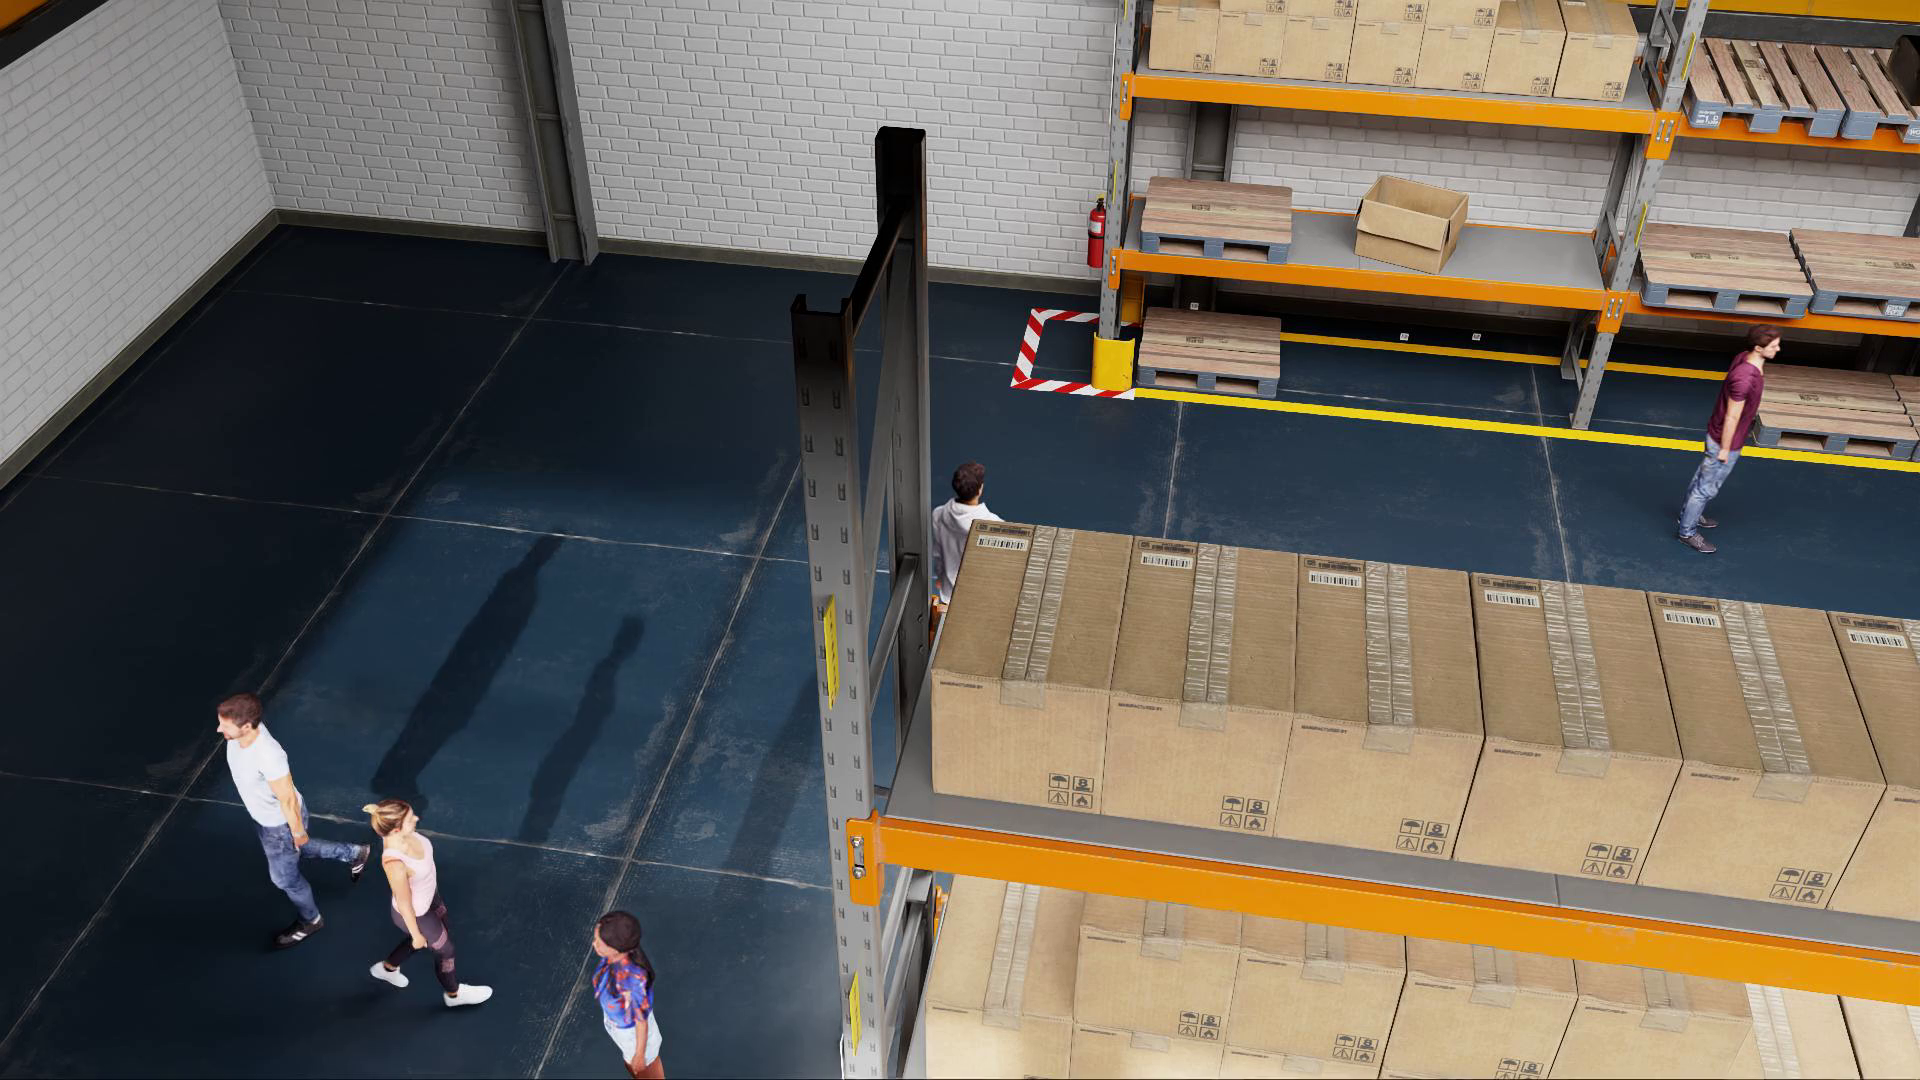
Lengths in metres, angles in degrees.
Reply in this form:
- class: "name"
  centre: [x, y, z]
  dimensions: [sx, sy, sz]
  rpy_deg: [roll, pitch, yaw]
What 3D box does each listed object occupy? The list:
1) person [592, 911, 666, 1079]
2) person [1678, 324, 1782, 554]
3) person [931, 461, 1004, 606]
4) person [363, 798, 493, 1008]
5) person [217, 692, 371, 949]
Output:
- class: "person"
  centre: [-1.614, 2.436, 8.280]
  dimensions: [0.694, 1.743, 0.671]
  rpy_deg: [-16, 41, -19]
- class: "person"
  centre: [5.642, -0.790, 12.231]
  dimensions: [0.642, 1.853, 0.704]
  rpy_deg: [16, 41, 19]
- class: "person"
  centre: [0.061, 0.316, 10.786]
  dimensions: [0.584, 1.929, 0.775]
  rpy_deg: [13, 40, 15]
- class: "person"
  centre: [-3.001, 1.965, 8.952]
  dimensions: [0.938, 1.640, 0.760]
  rpy_deg: [-7, 39, -9]
- class: "person"
  centre: [-3.758, 1.501, 9.366]
  dimensions: [1.012, 1.850, 0.986]
  rpy_deg: [-29, 47, -31]
